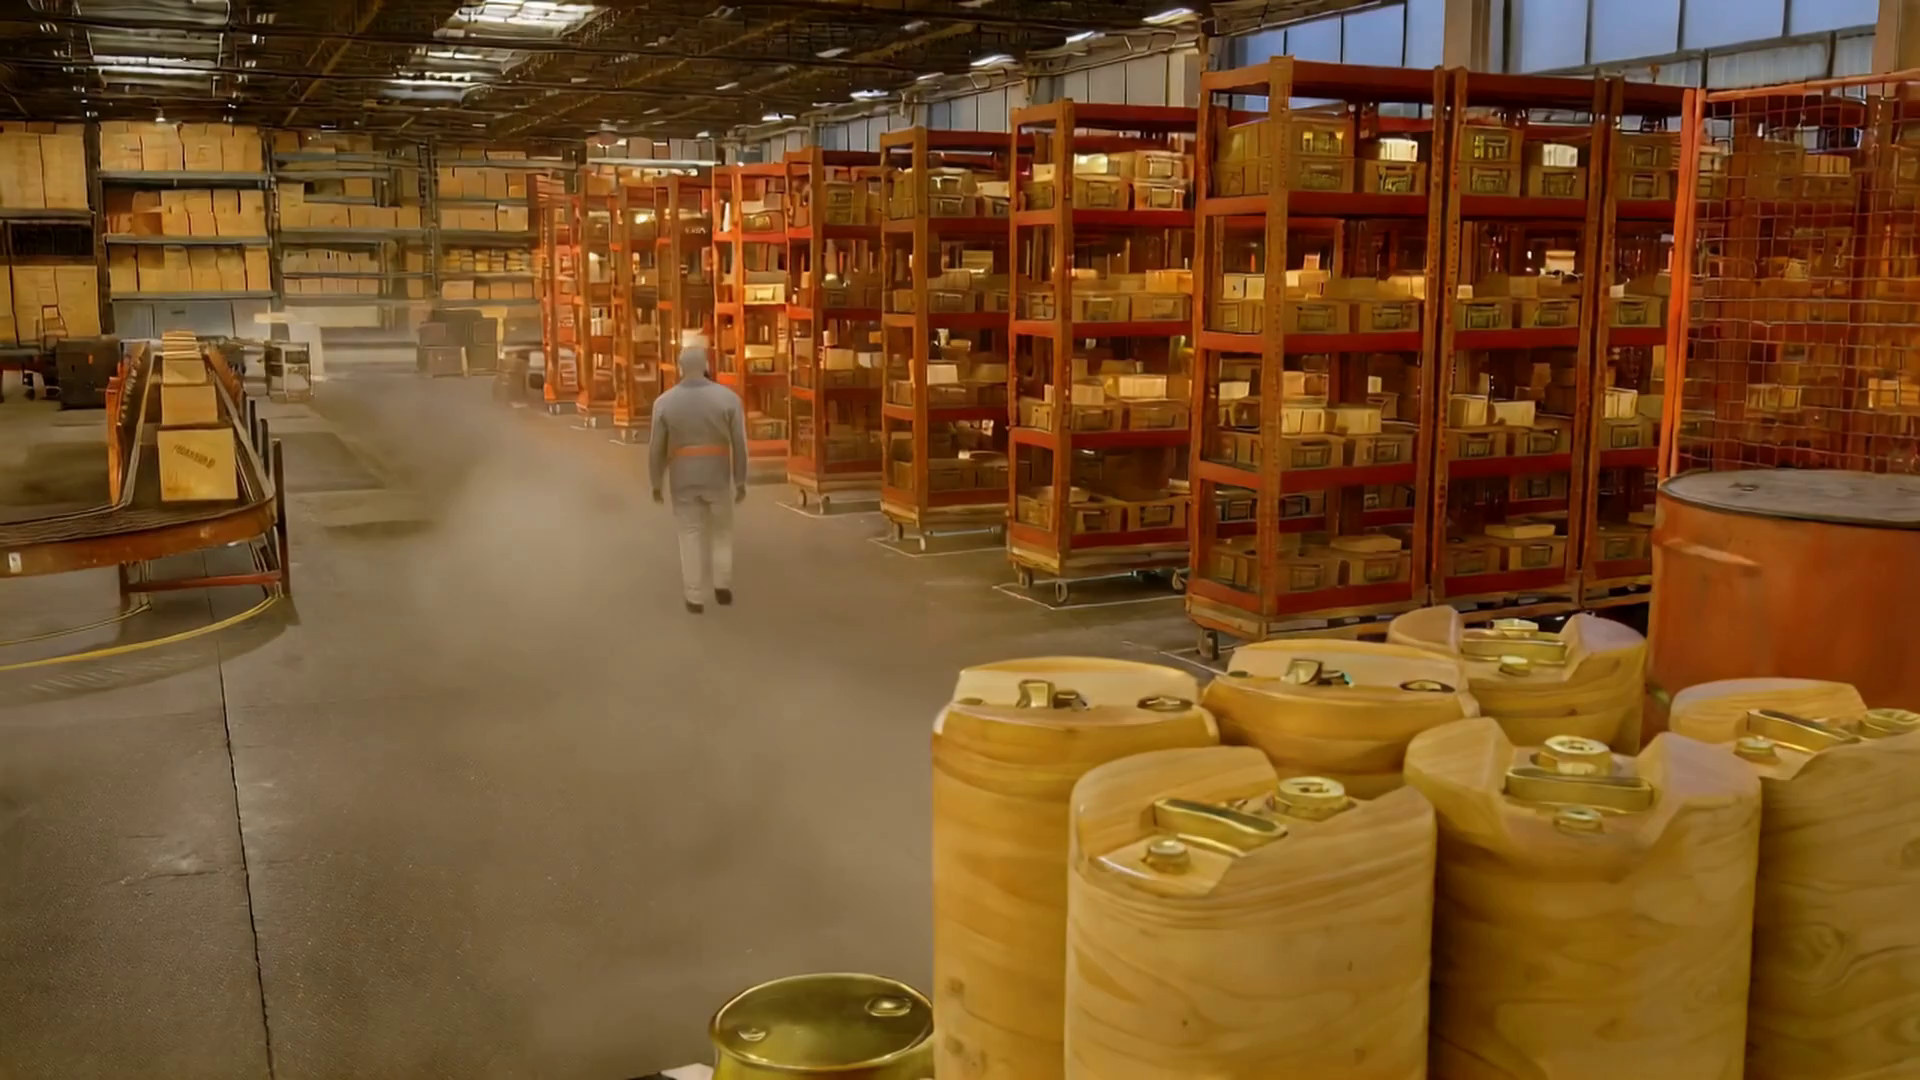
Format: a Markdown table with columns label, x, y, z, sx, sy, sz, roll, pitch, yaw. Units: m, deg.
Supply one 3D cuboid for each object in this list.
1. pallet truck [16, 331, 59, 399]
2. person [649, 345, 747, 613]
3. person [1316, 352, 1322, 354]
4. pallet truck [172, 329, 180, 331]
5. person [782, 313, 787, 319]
| label | x | y | z | sx | sy | sz | roll | pitch | yaw |
| --- | --- | --- | --- | --- | --- | --- | --- | --- | --- |
| pallet truck | -17.082 | -3.353 | 31.781 | 1.630 | 1.274 | 0.653 | -4 | 10 | -25 |
| person | -1.858 | -0.427 | 11.766 | 0.680 | 1.893 | 0.457 | -2 | 9 | -13 |
| person | 4.821 | -2.068 | 22.250 | 0.573 | 1.811 | 0.899 | -2 | 9 | -13 |
| pallet truck | -17.275 | -3.851 | 35.096 | 1.601 | 1.201 | 0.680 | 0 | 9 | 1 |
| person | -4.633 | -5.969 | 45.917 | 0.607 | 1.987 | 0.416 | -6 | 11 | -31 |
